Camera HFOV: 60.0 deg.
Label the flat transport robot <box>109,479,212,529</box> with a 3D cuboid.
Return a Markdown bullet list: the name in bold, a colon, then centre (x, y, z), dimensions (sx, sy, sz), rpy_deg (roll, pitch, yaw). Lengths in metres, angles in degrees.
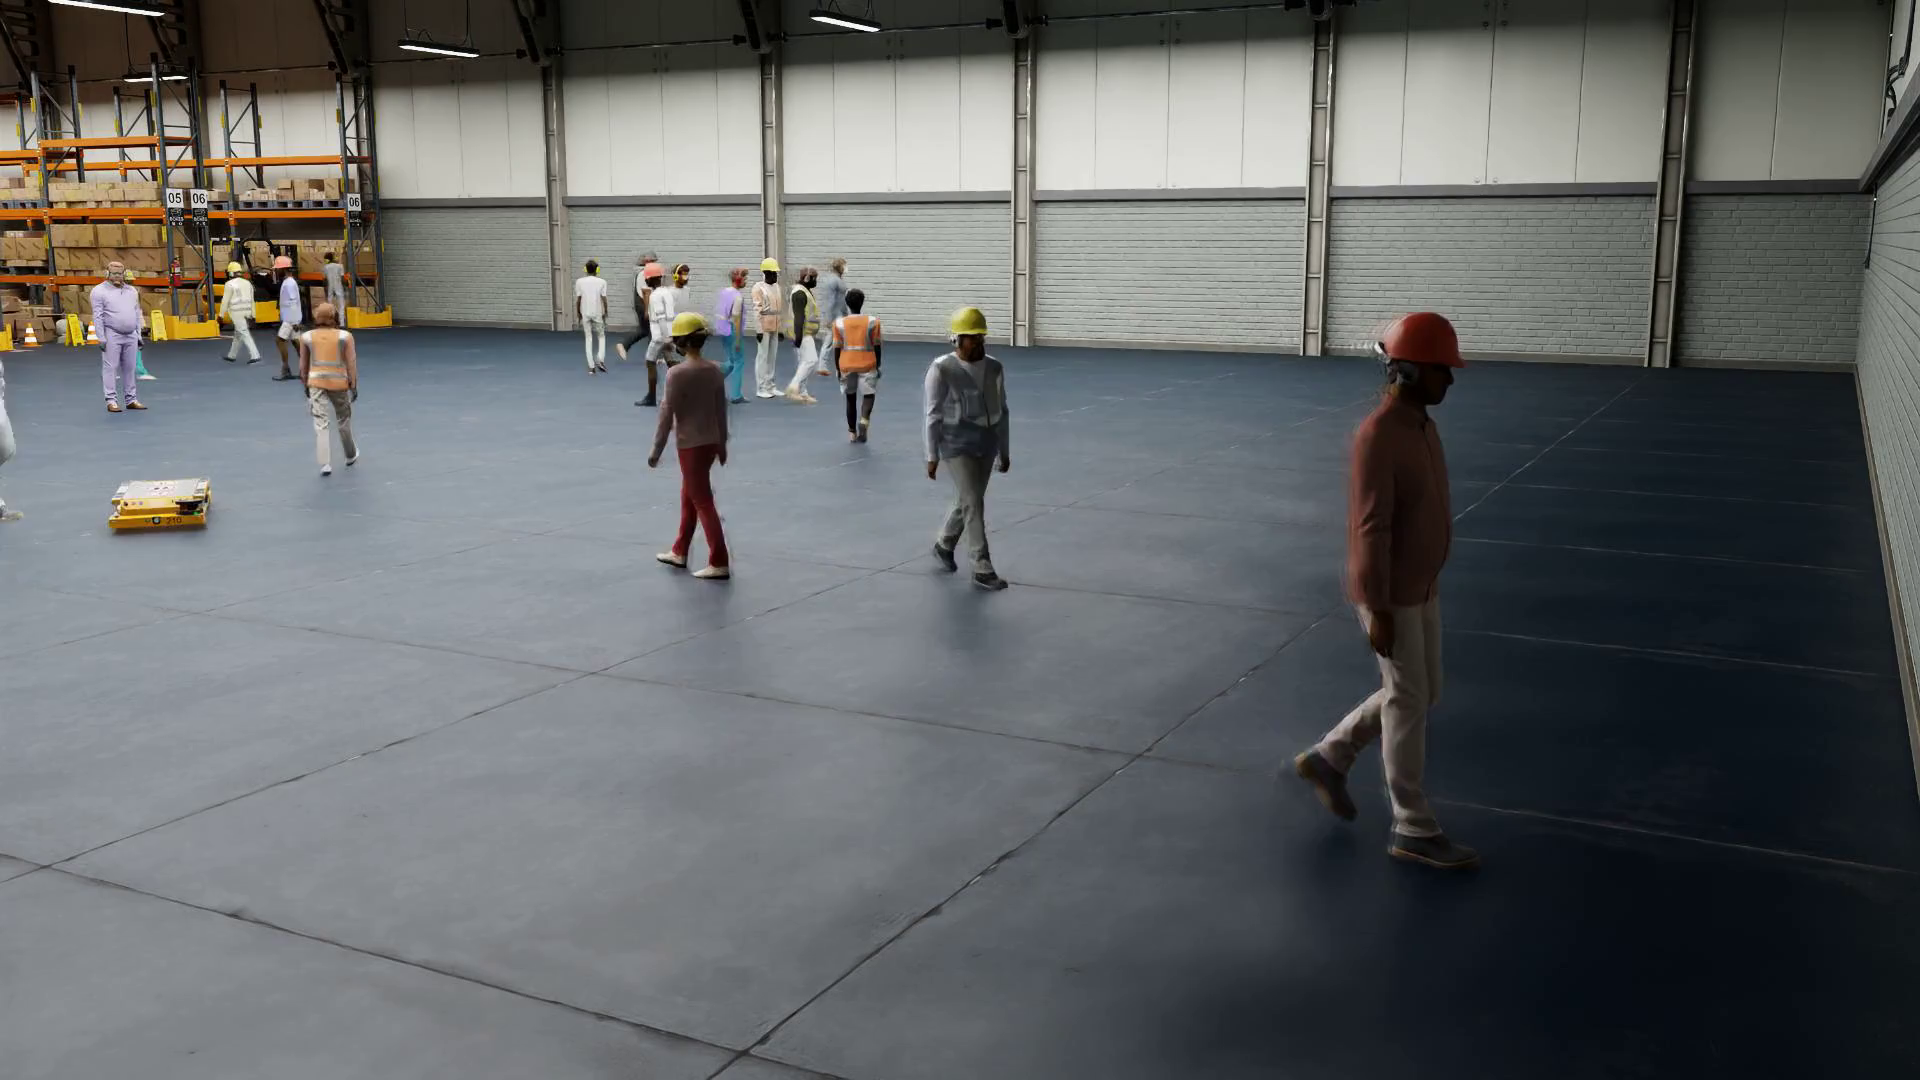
- **flat transport robot**: centre (-6.361, -0.310, 13.266), dimensions (0.652, 0.197, 1.431), rpy_deg (-4, 11, -21)

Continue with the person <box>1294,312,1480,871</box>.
- **person**: centre (1.568, 0.167, 6.004), dimensions (0.673, 1.983, 0.622), rpy_deg (7, 13, 34)

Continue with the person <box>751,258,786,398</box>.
- **person**: centre (-2.644, -2.942, 23.091), dimensions (0.377, 1.929, 0.585), rpy_deg (6, 12, 28)

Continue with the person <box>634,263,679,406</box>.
- **person**: centre (-3.814, -2.677, 21.759), dimensions (0.909, 1.899, 0.547), rpy_deg (2, 11, 13)

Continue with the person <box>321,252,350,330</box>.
- **person**: centre (-14.889, -5.905, 39.534), dimensions (0.637, 1.837, 0.397), rpy_deg (0, 10, -1)

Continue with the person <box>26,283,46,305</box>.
- **person**: centre (-24.770, -6.878, 44.588), dimensions (0.392, 1.921, 0.585), rpy_deg (5, 12, 26)

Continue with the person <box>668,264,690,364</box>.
- **person**: centre (-3.814, -2.848, 22.797), dimensions (0.499, 1.842, 0.524), rpy_deg (7, 12, 33)

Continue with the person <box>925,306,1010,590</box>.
- **person**: centre (0.040, -0.622, 10.810), dimensions (0.598, 1.796, 0.889), rpy_deg (-8, 13, -36)

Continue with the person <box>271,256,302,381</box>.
- **person**: centre (-10.462, -3.421, 25.763), dimensions (0.717, 1.911, 0.559), rpy_deg (-4, 11, -20)

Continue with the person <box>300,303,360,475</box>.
- **person**: centre (-5.978, -1.445, 15.810), dimensions (0.526, 1.592, 0.849), rpy_deg (-2, 11, -12)

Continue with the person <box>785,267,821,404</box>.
- **person**: centre (-2.074, -2.722, 22.184), dimensions (0.432, 1.818, 0.644), rpy_deg (0, 10, 2)

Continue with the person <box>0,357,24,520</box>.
- **person**: centre (-7.752, -1.076, 13.086), dimensions (0.566, 1.867, 0.581), rpy_deg (1, 10, 7)

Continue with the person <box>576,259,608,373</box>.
- **person**: centre (-6.007, -3.638, 27.116), dimensions (0.536, 1.853, 0.459), rpy_deg (-1, 10, -6)

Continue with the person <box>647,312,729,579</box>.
- **person**: centre (-1.827, -0.615, 10.926), dimensions (0.802, 1.736, 0.538), rpy_deg (5, 12, 25)

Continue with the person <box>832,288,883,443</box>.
- **person**: centre (-1.101, -1.847, 17.781), dimensions (0.541, 1.682, 0.629), rpy_deg (1, 10, 3)

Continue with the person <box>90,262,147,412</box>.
- **person**: centre (-10.727, -2.592, 21.261), dimensions (0.401, 1.904, 0.641), rpy_deg (6, 12, 28)

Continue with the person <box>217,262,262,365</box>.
- **person**: centre (-12.513, -3.916, 28.828), dimensions (0.949, 1.783, 0.604), rpy_deg (3, 11, 14)

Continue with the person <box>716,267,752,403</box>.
- **person**: centre (-3.058, -2.704, 22.085), dimensions (0.533, 1.817, 0.612), rpy_deg (-6, 12, -28)

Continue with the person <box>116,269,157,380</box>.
- **person**: centre (-12.994, -3.346, 25.874), dimensions (0.892, 1.730, 0.533), rpy_deg (0, 10, 3)

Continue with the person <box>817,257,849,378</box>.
- **person**: centre (-1.816, -3.485, 26.151), dimensions (0.985, 1.888, 0.655), rpy_deg (1, 10, 5)

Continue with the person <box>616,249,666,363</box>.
- **person**: centre (-5.564, -4.096, 29.082), dimensions (0.858, 2.000, 0.689), rpy_deg (-4, 11, -19)
